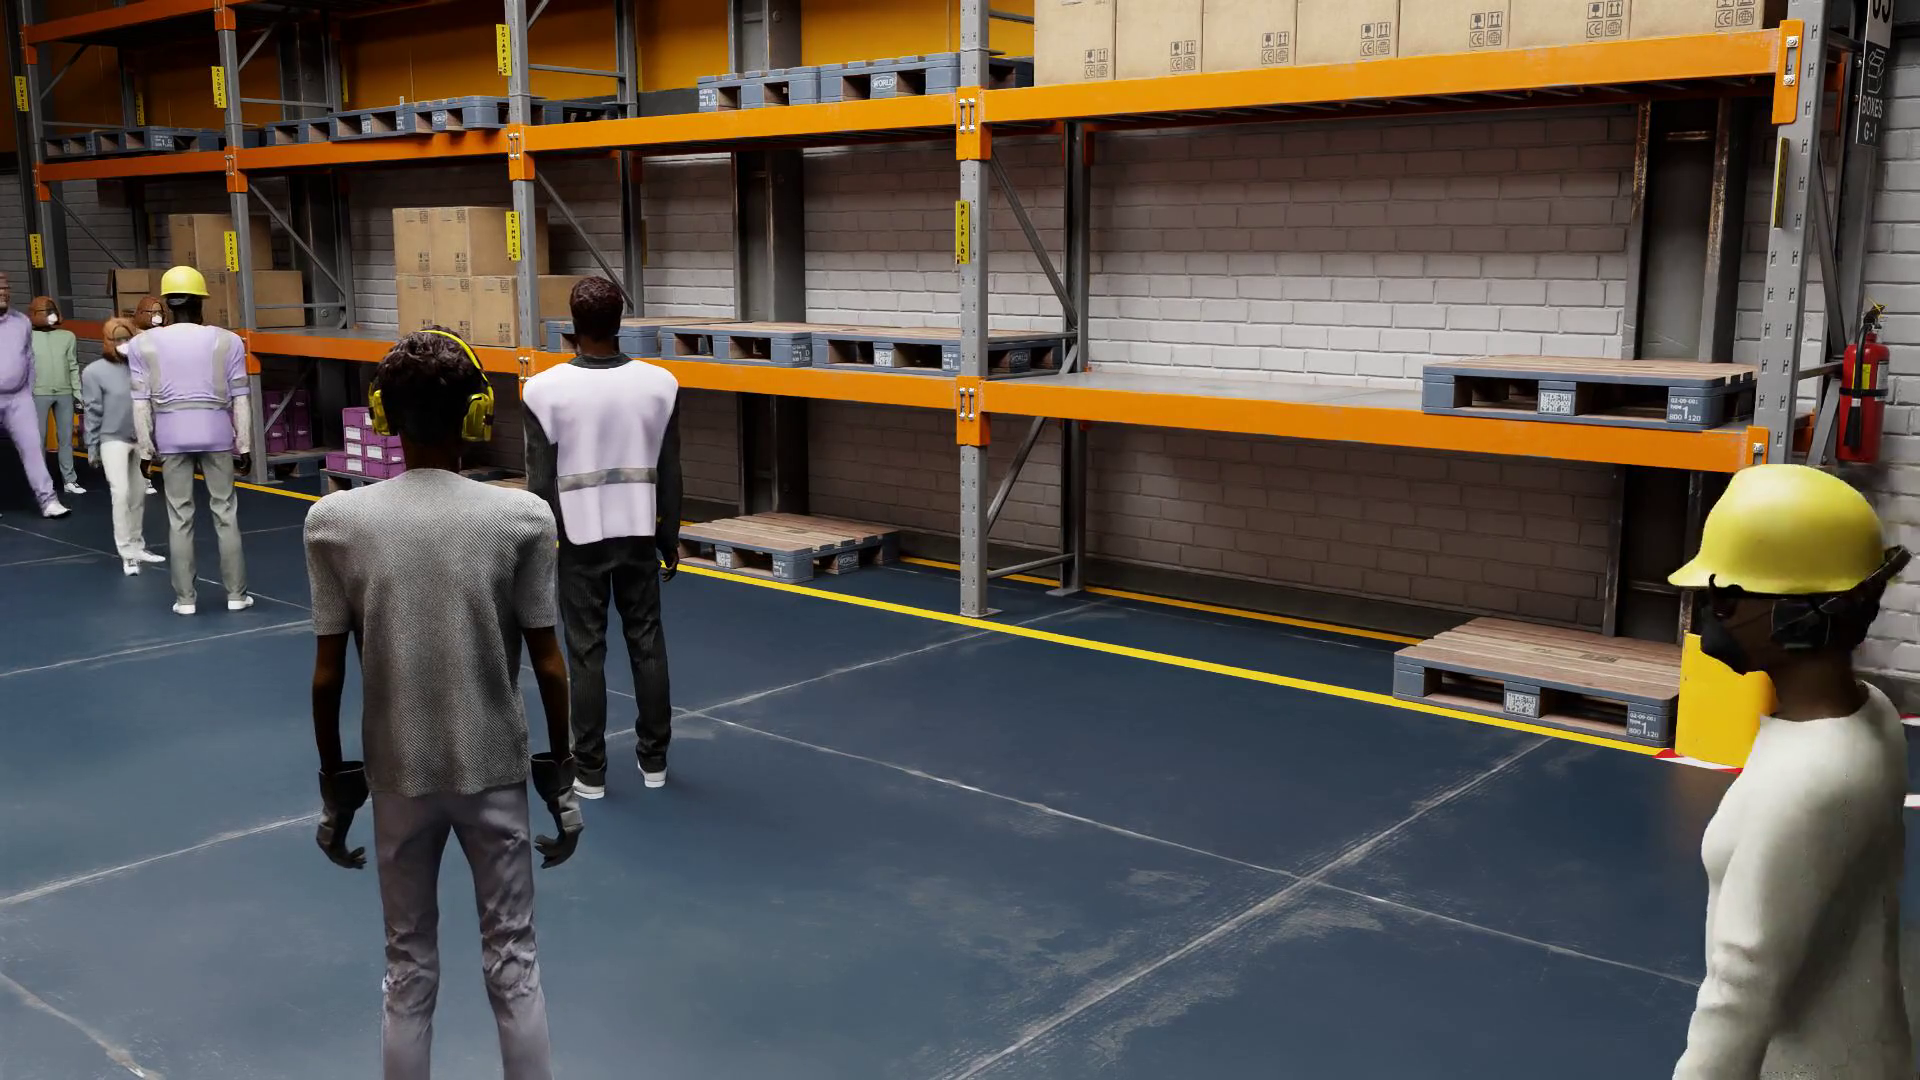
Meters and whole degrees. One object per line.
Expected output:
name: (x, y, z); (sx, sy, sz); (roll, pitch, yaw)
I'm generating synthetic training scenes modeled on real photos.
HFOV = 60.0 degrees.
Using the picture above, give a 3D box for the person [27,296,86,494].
person: (-7.431, -1.170, 13.594); (0.274, 1.633, 0.507); (8, 13, 38)

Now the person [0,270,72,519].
person: (-7.083, -1.060, 12.328); (0.862, 1.863, 0.646); (7, 12, 34)

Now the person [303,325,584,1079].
person: (-1.048, 0.503, 3.410); (0.533, 1.868, 0.310); (-1, 10, -8)

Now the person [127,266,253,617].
person: (-4.219, -0.536, 9.163); (0.590, 1.923, 0.383); (-4, 11, -22)

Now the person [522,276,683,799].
person: (-1.301, 0.000, 6.129); (0.593, 1.920, 0.391); (-6, 11, -30)

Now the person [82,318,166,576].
person: (-5.224, -0.596, 10.453); (0.581, 1.593, 0.515); (8, 13, 38)

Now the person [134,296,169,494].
person: (-6.675, -1.199, 13.790); (0.277, 1.629, 0.497); (7, 12, 35)

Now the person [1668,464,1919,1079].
person: (1.069, 0.753, 2.359); (0.867, 1.720, 0.548); (6, 12, 31)
